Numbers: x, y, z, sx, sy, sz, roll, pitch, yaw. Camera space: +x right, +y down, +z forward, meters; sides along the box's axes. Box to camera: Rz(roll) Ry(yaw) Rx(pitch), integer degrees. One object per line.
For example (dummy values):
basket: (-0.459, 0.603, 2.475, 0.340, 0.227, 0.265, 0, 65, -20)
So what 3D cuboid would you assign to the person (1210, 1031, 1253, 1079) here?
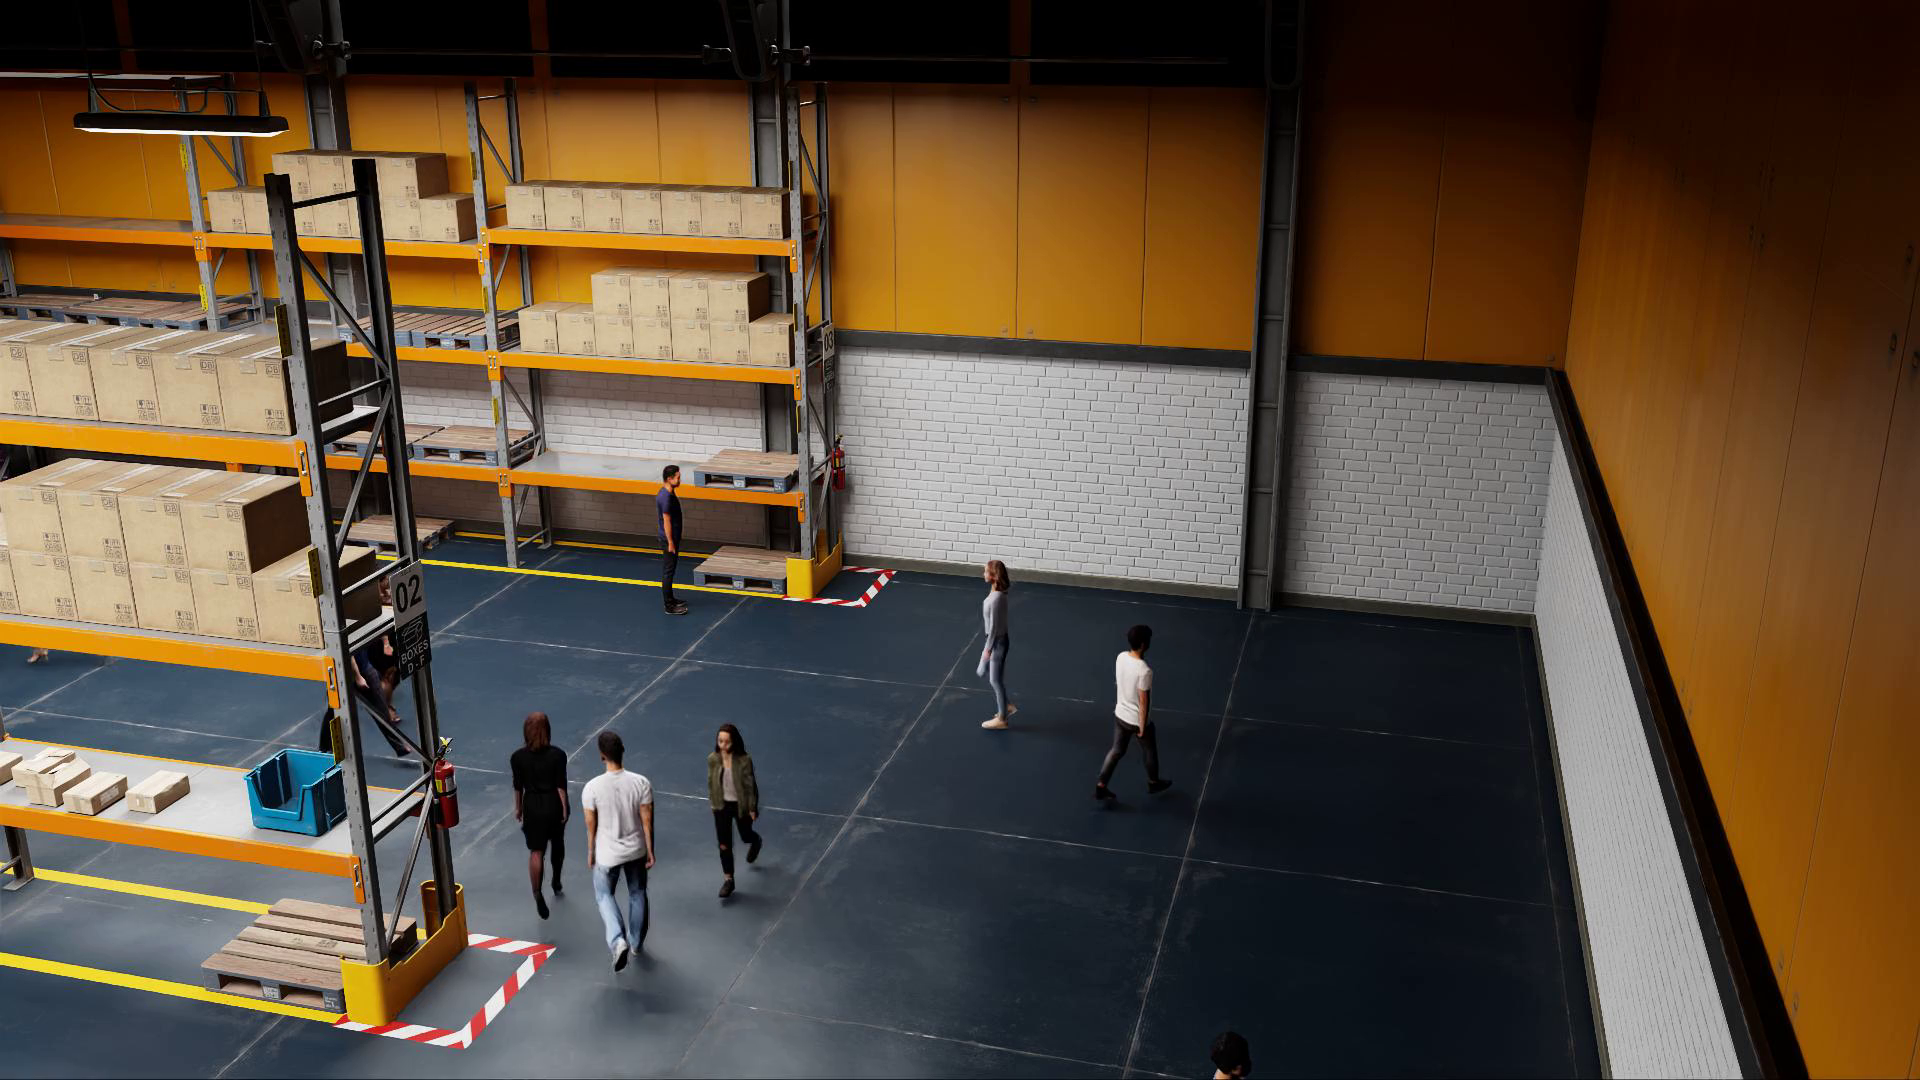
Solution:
person: (1.510, 3.485, 9.494, 0.516, 1.565, 0.568, 6, 19, 16)

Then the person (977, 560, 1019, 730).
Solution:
person: (0.449, 1.051, 16.381, 0.709, 1.782, 0.668, 1, 19, 2)

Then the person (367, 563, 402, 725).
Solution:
person: (-5.800, 1.037, 16.560, 0.697, 1.696, 0.699, 1, 19, 3)

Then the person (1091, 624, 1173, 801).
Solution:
person: (1.489, 1.581, 14.958, 1.106, 1.686, 1.090, -13, 22, -33)

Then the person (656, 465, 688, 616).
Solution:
person: (-3.422, -0.023, 19.568, 0.673, 1.784, 0.719, -2, 19, -7)

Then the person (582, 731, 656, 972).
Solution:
person: (-2.528, 2.356, 12.422, 0.992, 1.837, 1.025, -8, 20, -23)

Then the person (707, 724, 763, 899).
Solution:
person: (-1.832, 2.156, 13.619, 0.888, 1.451, 0.671, 4, 19, 13)

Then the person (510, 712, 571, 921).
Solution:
person: (-3.289, 2.204, 13.125, 1.059, 1.675, 0.929, -3, 19, -9)
